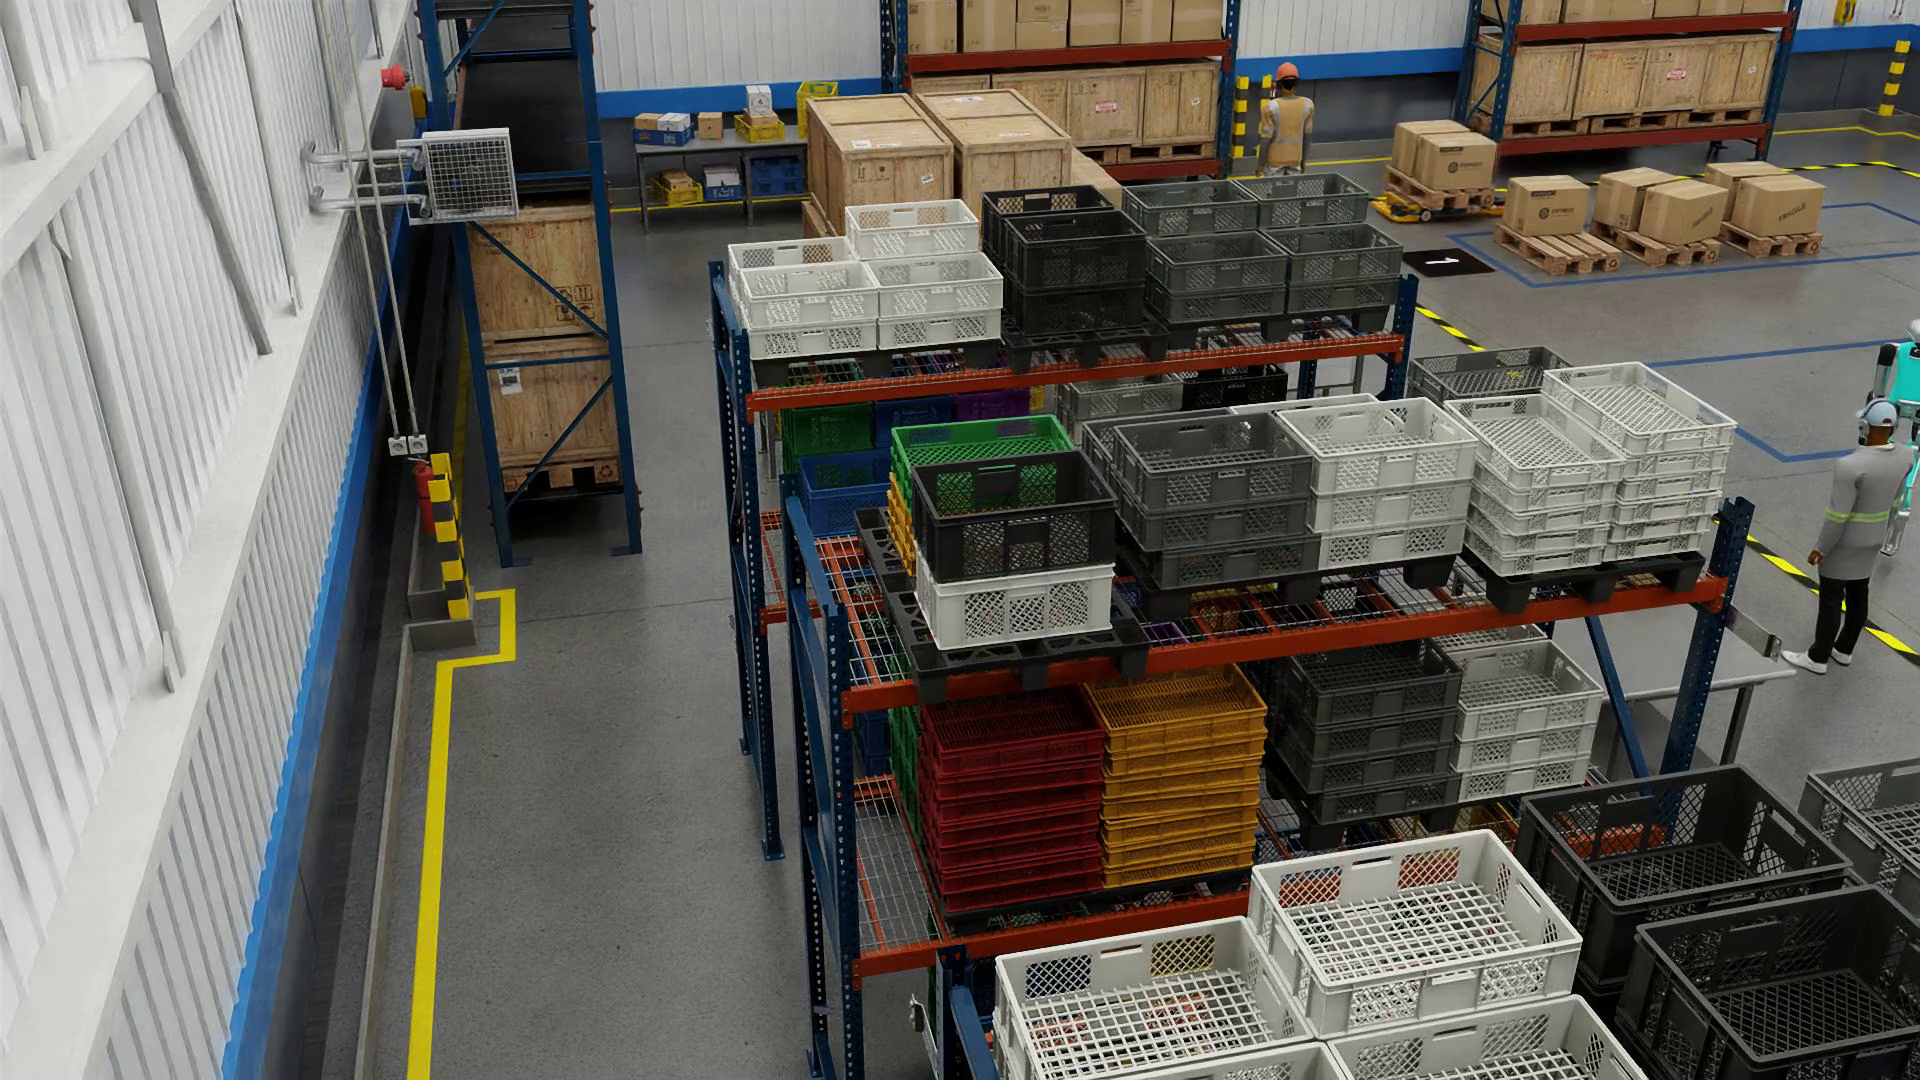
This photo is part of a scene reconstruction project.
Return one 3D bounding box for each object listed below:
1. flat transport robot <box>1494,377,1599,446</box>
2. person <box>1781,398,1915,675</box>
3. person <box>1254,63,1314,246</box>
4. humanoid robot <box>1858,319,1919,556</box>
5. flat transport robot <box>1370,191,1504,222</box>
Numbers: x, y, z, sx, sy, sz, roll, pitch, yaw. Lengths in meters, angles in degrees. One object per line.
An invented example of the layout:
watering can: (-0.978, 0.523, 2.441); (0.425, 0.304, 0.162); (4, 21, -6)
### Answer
flat transport robot: (4.780, -1.036, 14.013); (0.659, 0.231, 1.431); (-6, 28, -12)
person: (5.551, -0.023, 10.396); (0.589, 1.848, 0.405); (-11, 30, -20)
person: (3.470, -4.107, 17.950); (0.604, 2.033, 0.395); (-7, 29, -13)
humanoid robot: (6.532, -0.648, 11.556); (0.533, 1.678, 0.735); (14, 31, 24)
flat transport robot: (5.629, -3.969, 19.548); (1.431, 0.197, 0.652); (-6, 28, -12)
